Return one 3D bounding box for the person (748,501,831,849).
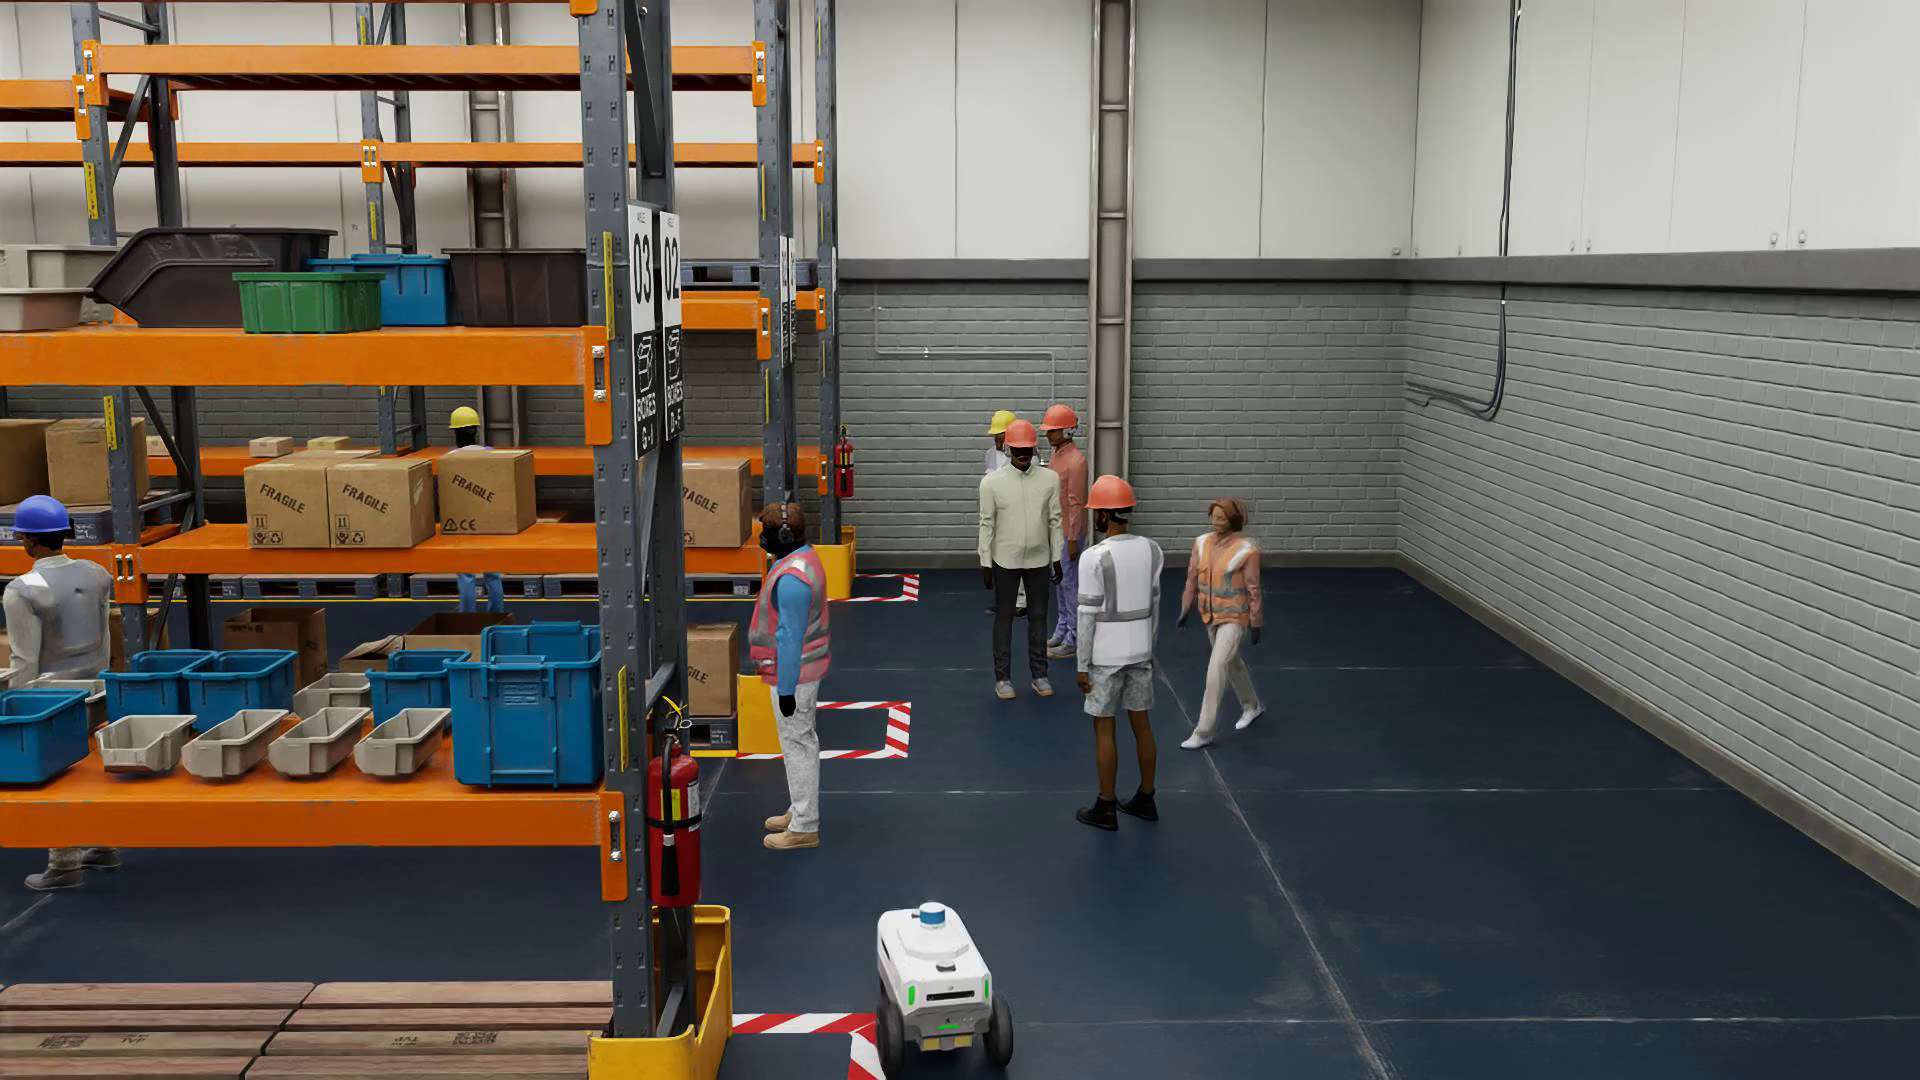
[{"bbox_3d":[-0.896,0.703,8.766,0.431,1.836,0.618,0,9,0],"label":"person"}]

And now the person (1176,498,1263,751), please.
[{"bbox_3d":[1.723,0.503,10.718,0.886,1.593,0.518,-7,12,-36],"label":"person"}]

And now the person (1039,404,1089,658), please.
[{"bbox_3d":[0.804,-0.071,13.039,0.406,1.986,0.613,-2,10,-13],"label":"person"}]

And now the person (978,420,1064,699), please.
[{"bbox_3d":[0.434,0.138,11.765,0.619,1.989,0.395,-2,10,-14],"label":"person"}]

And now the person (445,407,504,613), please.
[{"bbox_3d":[-3.987,-0.129,13.593,0.388,1.918,0.587,8,12,40],"label":"person"}]

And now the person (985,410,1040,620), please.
[{"bbox_3d":[0.422,-0.223,14.484,0.599,1.820,0.404,9,13,44],"label":"person"}]

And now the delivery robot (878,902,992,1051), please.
[{"bbox_3d":[-0.108,1.661,6.498,0.477,0.478,0.707,-2,9,-12],"label":"delivery robot"}]

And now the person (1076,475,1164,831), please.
[{"bbox_3d":[0.840,0.607,9.063,0.550,1.929,0.395,-6,11,-32],"label":"person"}]

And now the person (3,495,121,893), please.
[{"bbox_3d":[-4.392,0.746,8.134,0.384,1.949,0.603,2,10,13],"label":"person"}]
